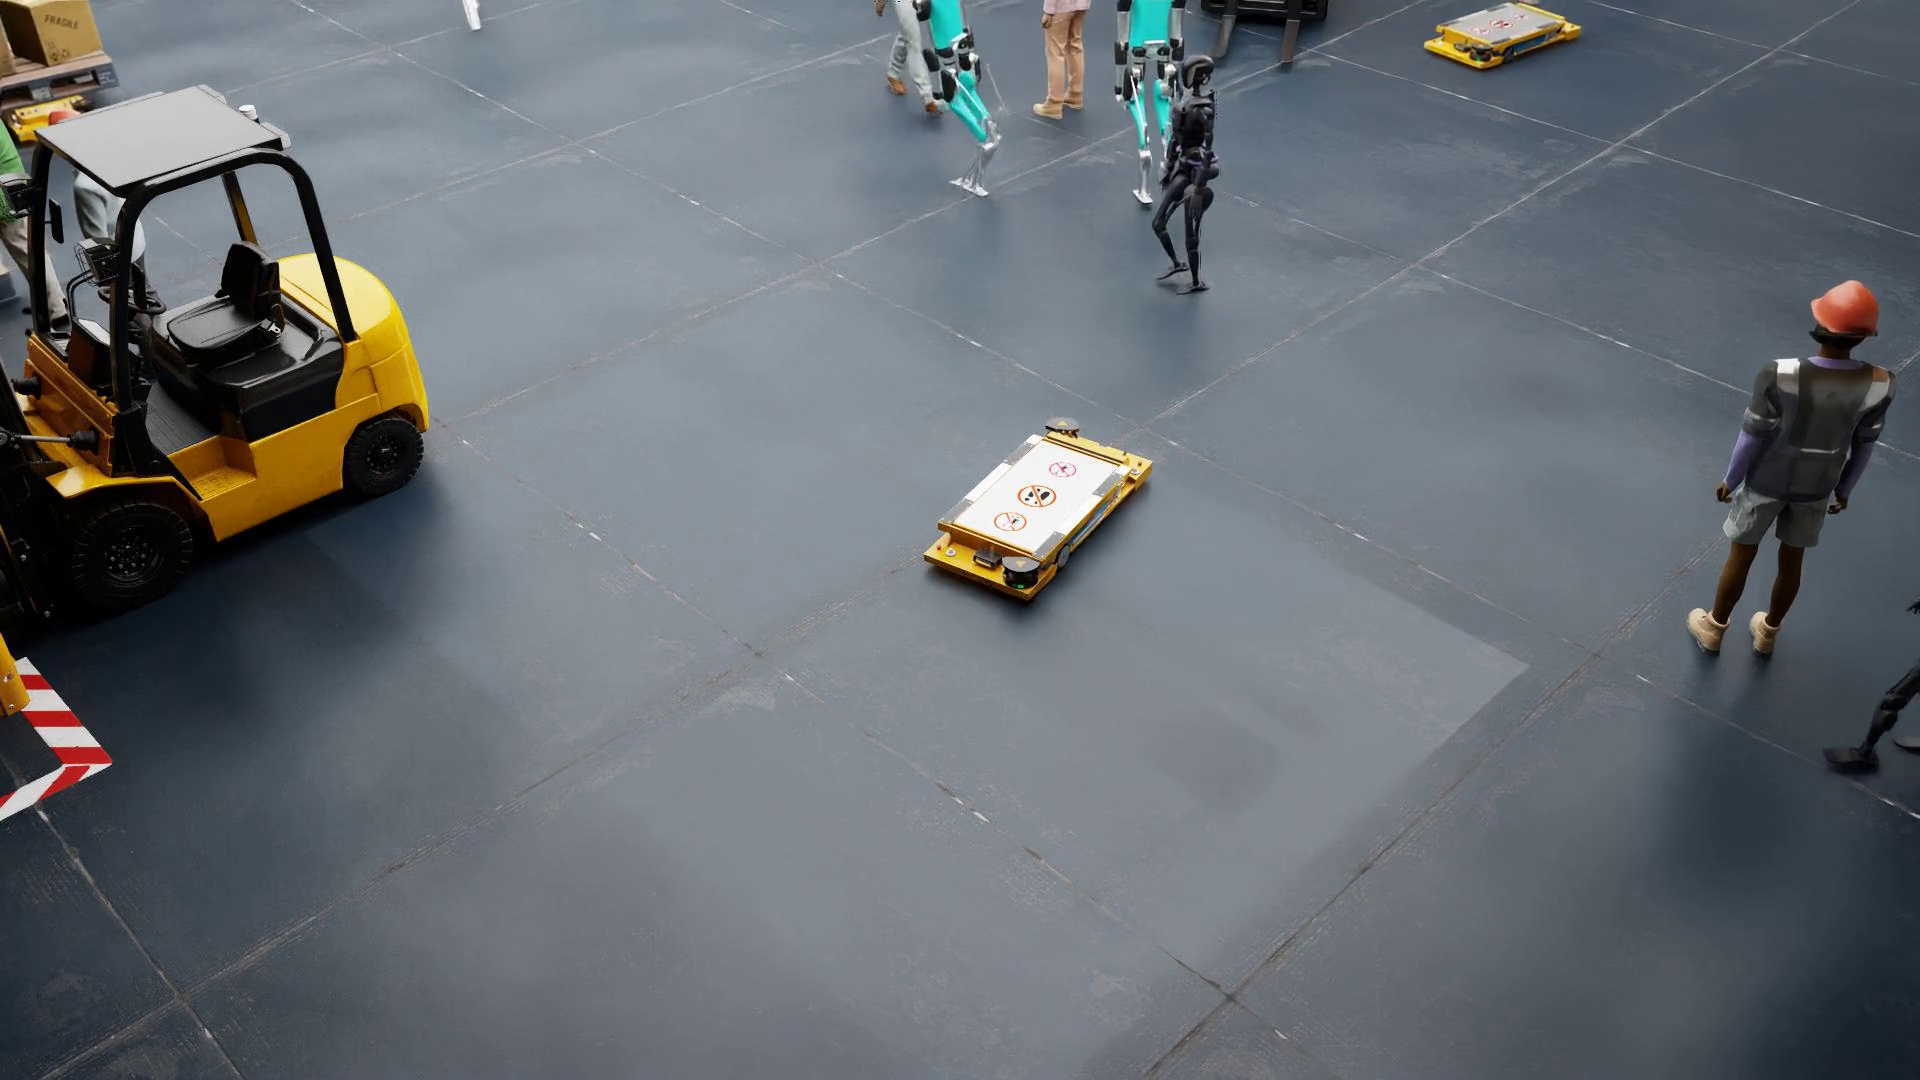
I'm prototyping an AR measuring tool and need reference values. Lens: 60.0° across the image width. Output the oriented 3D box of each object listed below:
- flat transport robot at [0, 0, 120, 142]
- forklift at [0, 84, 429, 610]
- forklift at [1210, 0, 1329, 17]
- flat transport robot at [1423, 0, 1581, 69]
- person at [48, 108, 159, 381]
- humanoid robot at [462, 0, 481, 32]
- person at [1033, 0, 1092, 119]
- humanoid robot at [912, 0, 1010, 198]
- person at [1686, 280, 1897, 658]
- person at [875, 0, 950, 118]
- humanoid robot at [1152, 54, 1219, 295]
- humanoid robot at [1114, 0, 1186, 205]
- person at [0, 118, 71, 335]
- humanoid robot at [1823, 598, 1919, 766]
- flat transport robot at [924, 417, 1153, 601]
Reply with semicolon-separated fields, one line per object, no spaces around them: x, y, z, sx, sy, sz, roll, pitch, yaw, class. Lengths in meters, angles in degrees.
-7.785;-3.719;13.975;0.659;0.231;1.431;-26;44;-30;flat transport robot
-4.145;-1.093;8.856;2.313;2.155;1.214;-31;47;-34;forklift
3.106;-6.400;15.960;1.214;2.155;2.313;8;37;10;forklift
4.966;-4.623;15.185;1.431;0.231;0.659;-25;43;-29;flat transport robot
-5.186;-1.801;10.179;0.351;1.738;0.572;-4;37;-6;person
-4.679;-5.653;15.384;0.551;1.763;1.043;-12;38;-15;humanoid robot
0.888;-4.336;13.544;0.404;1.771;0.541;27;44;31;person
0.077;-3.330;12.243;0.728;1.787;0.573;23;42;27;humanoid robot
3.948;-0.302;7.918;0.612;2.047;0.360;5;37;6;person
-0.358;-4.473;13.643;0.633;1.870;1.063;-23;42;-28;person
1.530;-2.402;11.039;0.371;1.649;0.602;-10;38;-13;humanoid robot
1.432;-3.206;12.149;0.544;1.875;0.756;-9;38;-12;humanoid robot
-6.159;-2.193;10.675;0.386;1.777;0.544;-17;40;-21;person
4.374;0.348;7.362;0.572;1.642;0.610;9;38;12;humanoid robot
0.460;-0.198;9.262;0.659;0.231;1.431;21;41;25;flat transport robot
